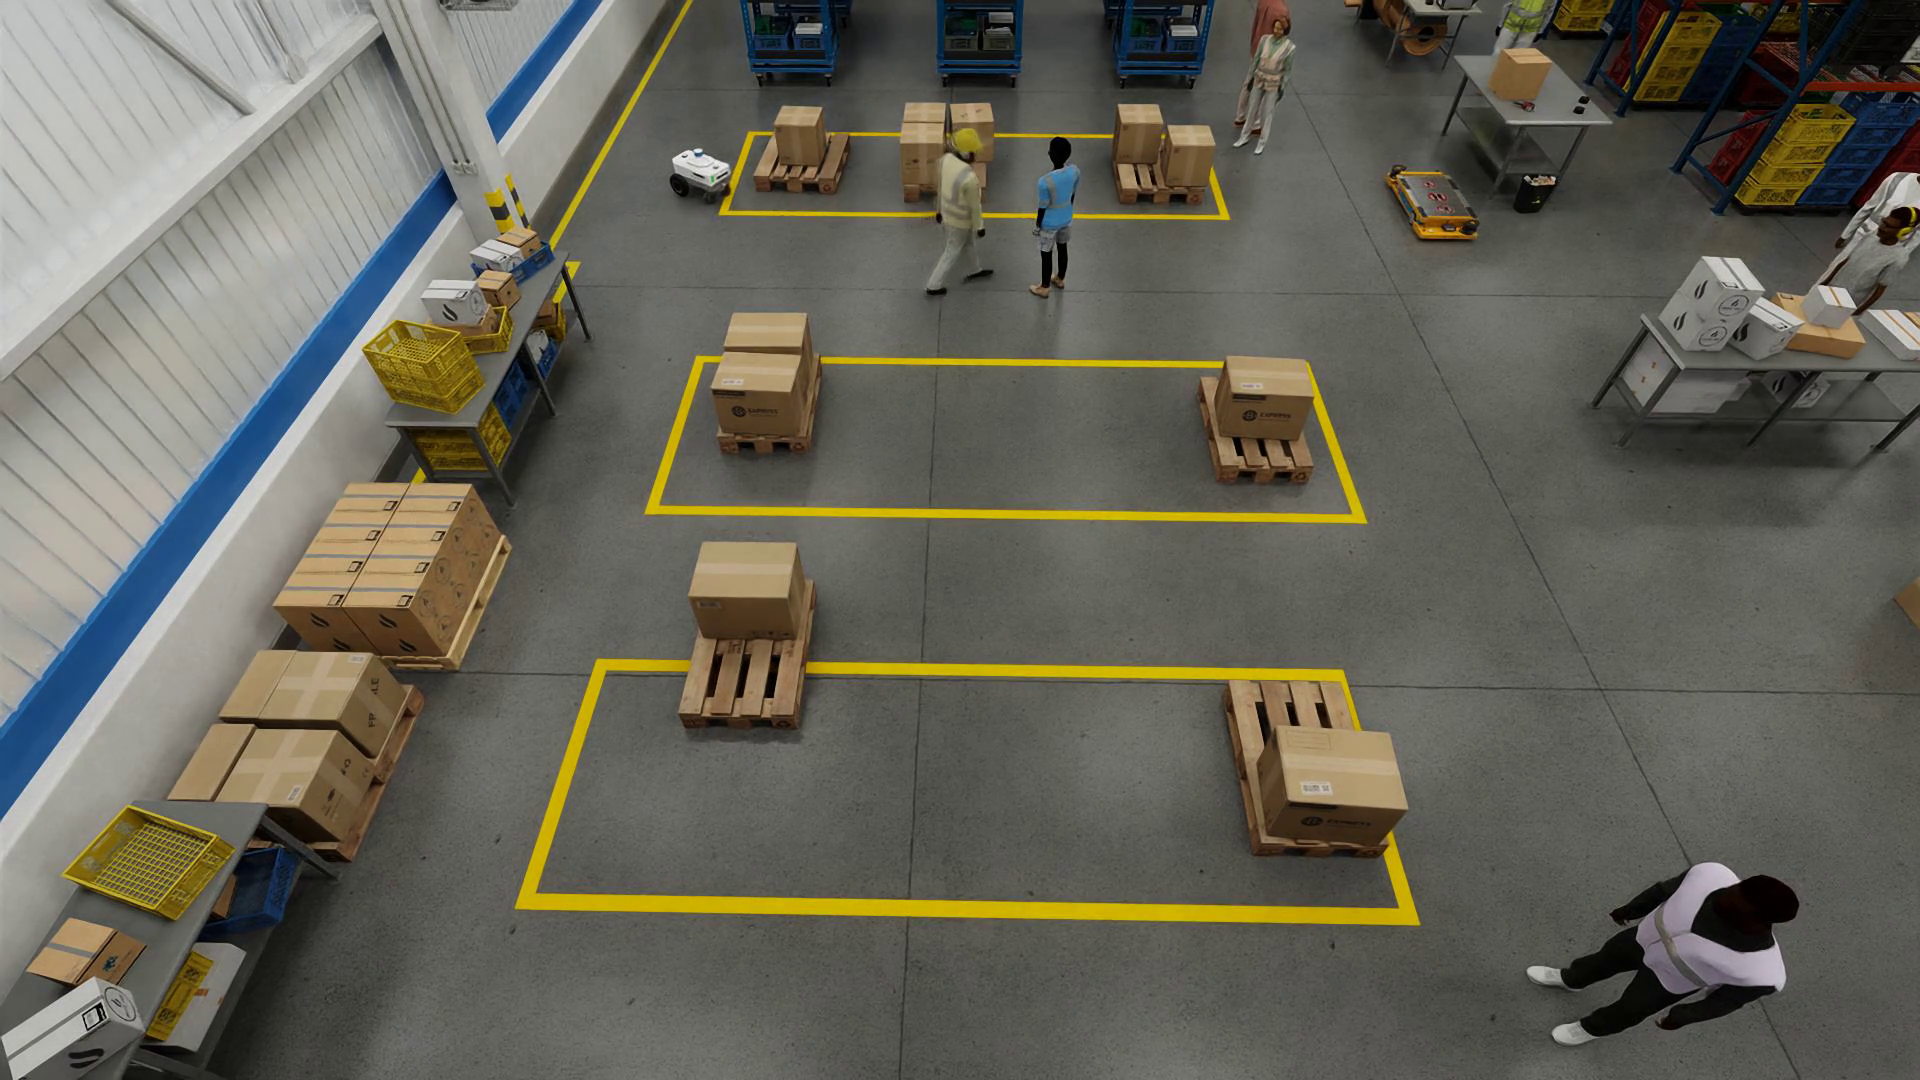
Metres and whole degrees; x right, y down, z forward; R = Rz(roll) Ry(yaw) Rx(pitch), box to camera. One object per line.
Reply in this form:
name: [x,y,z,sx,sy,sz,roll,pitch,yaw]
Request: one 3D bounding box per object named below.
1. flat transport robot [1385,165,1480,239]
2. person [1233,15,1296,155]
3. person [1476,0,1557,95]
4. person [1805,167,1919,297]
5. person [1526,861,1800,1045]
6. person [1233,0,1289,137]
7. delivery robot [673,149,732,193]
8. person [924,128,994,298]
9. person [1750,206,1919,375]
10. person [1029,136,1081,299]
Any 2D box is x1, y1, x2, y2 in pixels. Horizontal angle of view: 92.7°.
flat transport robot: [5.692,-4.094,11.059,0.652,0.197,1.431,1,49,1]
person: [3.882,-5.748,11.589,0.512,1.642,0.312,33,57,25]
person: [7.722,-7.067,12.610,0.629,1.837,0.431,19,52,16]
person: [8.996,-2.927,8.997,0.343,1.879,0.581,-30,56,-23]
person: [3.546,2.111,4.608,0.370,1.915,0.596,-1,49,0]
person: [3.950,-6.266,11.813,0.393,1.986,0.611,-16,51,-13]
delivery robot: [-3.144,-4.515,11.177,0.707,0.478,0.477,27,54,21]
person: [-0.027,-3.341,9.415,0.885,1.788,0.588,-19,52,-15]
person: [7.968,-2.157,8.338,0.310,1.861,0.534,-1,49,-1]
person: [0.969,-3.298,9.432,0.535,1.697,0.318,-33,57,-25]
